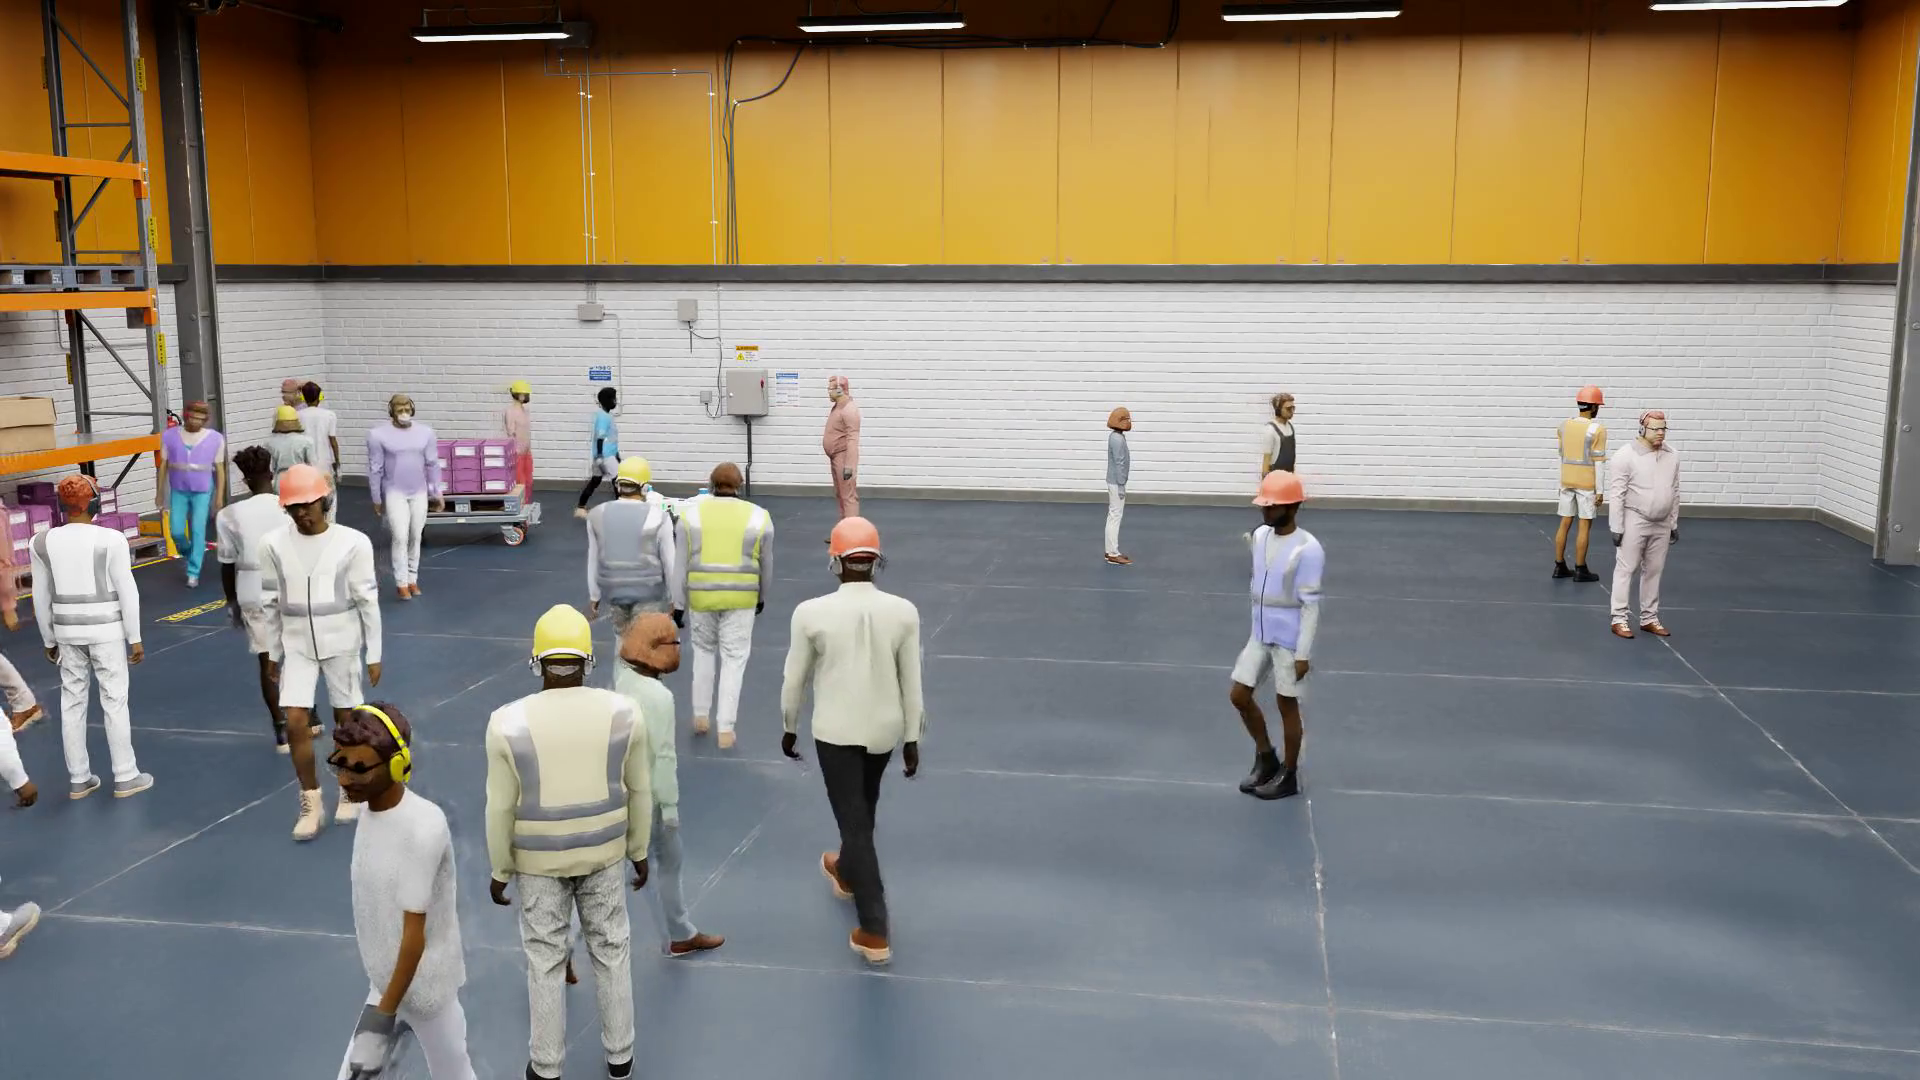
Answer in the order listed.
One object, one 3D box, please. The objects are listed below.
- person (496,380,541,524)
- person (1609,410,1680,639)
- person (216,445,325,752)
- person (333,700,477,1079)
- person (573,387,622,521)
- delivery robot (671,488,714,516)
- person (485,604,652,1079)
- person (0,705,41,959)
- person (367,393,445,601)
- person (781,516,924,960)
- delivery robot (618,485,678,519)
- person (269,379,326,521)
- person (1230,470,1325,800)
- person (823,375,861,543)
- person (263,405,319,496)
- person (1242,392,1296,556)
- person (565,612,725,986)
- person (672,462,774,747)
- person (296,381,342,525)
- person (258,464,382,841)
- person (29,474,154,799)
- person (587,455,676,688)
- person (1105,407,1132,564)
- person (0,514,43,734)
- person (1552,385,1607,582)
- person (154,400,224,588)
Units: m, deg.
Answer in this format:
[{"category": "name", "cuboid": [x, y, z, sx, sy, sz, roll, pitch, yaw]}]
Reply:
[{"category": "person", "cuboid": [-5.324, -1.050, 19.945, 0.485, 1.750, 0.542, 2, 9, 15]}, {"category": "person", "cuboid": [5.697, -0.128, 13.810, 0.644, 1.903, 0.401, -3, 10, -16]}, {"category": "person", "cuboid": [-4.389, 0.358, 10.671, 0.644, 1.932, 0.739, -2, 9, -15]}, {"category": "person", "cuboid": [-1.688, 1.361, 4.875, 0.485, 1.809, 0.977, 8, 12, 42]}, {"category": "person", "cuboid": [-4.309, -1.032, 20.171, 0.869, 1.653, 0.538, -1, 9, -8]}, {"category": "delivery robot", "cuboid": [-2.929, -0.347, 19.029, 0.707, 0.478, 0.477, 0, 9, 2]}, {"category": "person", "cuboid": [-1.437, 1.143, 6.123, 0.603, 1.830, 0.404, -4, 10, -23]}, {"category": "person", "cuboid": [-4.228, 1.012, 6.948, 0.583, 1.828, 0.994, 2, 9, 12]}, {"category": "person", "cuboid": [-5.092, -0.392, 15.412, 0.633, 1.916, 0.743, -7, 11, -37]}, {"category": "person", "cuboid": [-0.499, 0.857, 7.632, 0.609, 1.929, 1.073, -4, 10, -25]}, {"category": "delivery robot", "cuboid": [-3.617, -0.390, 19.297, 0.707, 0.478, 0.477, 5, 10, 28]}, {"category": "person", "cuboid": [-7.379, -0.860, 18.544, 0.641, 1.874, 0.986, 5, 10, 27]}, {"category": "person", "cuboid": [1.791, 0.555, 9.484, 0.473, 1.921, 0.586, -6, 11, -31]}, {"category": "person", "cuboid": [-1.311, -0.861, 18.332, 0.401, 1.904, 0.648, -3, 10, -16]}, {"category": "person", "cuboid": [-6.735, -0.510, 16.806, 0.494, 1.695, 0.912, -1, 9, -7]}, {"category": "person", "cuboid": [3.209, -0.604, 16.993, 0.640, 1.826, 0.528, 7, 12, 37]}, {"category": "person", "cuboid": [-1.434, 1.099, 7.140, 0.828, 1.591, 0.513, -5, 10, -28]}, {"category": "person", "cuboid": [-1.527, 0.396, 10.825, 0.645, 1.808, 0.742, 0, 9, -2]}, {"category": "person", "cuboid": [-7.012, -0.804, 18.139, 0.554, 1.845, 0.662, -2, 9, -10]}, {"category": "person", "cuboid": [-3.436, 0.599, 8.916, 0.639, 2.011, 0.768, -1, 9, -6]}, {"category": "person", "cuboid": [-5.005, 0.560, 9.585, 0.573, 1.883, 0.354, 0, 9, -2]}, {"category": "person", "cuboid": [-2.171, 0.340, 11.152, 0.616, 1.813, 0.445, 2, 9, 10]}, {"category": "person", "cuboid": [1.657, -0.571, 17.371, 0.273, 1.632, 0.508, 0, 9, -1]}, {"category": "person", "cuboid": [-6.304, 0.372, 10.588, 0.613, 1.948, 1.037, 4, 10, 23]}, {"category": "person", "cuboid": [6.113, -0.549, 16.329, 0.382, 1.932, 0.541, -6, 11, -31]}, {"category": "person", "cuboid": [-7.420, -0.448, 16.047, 0.660, 1.809, 0.497, -3, 9, -15]}]
